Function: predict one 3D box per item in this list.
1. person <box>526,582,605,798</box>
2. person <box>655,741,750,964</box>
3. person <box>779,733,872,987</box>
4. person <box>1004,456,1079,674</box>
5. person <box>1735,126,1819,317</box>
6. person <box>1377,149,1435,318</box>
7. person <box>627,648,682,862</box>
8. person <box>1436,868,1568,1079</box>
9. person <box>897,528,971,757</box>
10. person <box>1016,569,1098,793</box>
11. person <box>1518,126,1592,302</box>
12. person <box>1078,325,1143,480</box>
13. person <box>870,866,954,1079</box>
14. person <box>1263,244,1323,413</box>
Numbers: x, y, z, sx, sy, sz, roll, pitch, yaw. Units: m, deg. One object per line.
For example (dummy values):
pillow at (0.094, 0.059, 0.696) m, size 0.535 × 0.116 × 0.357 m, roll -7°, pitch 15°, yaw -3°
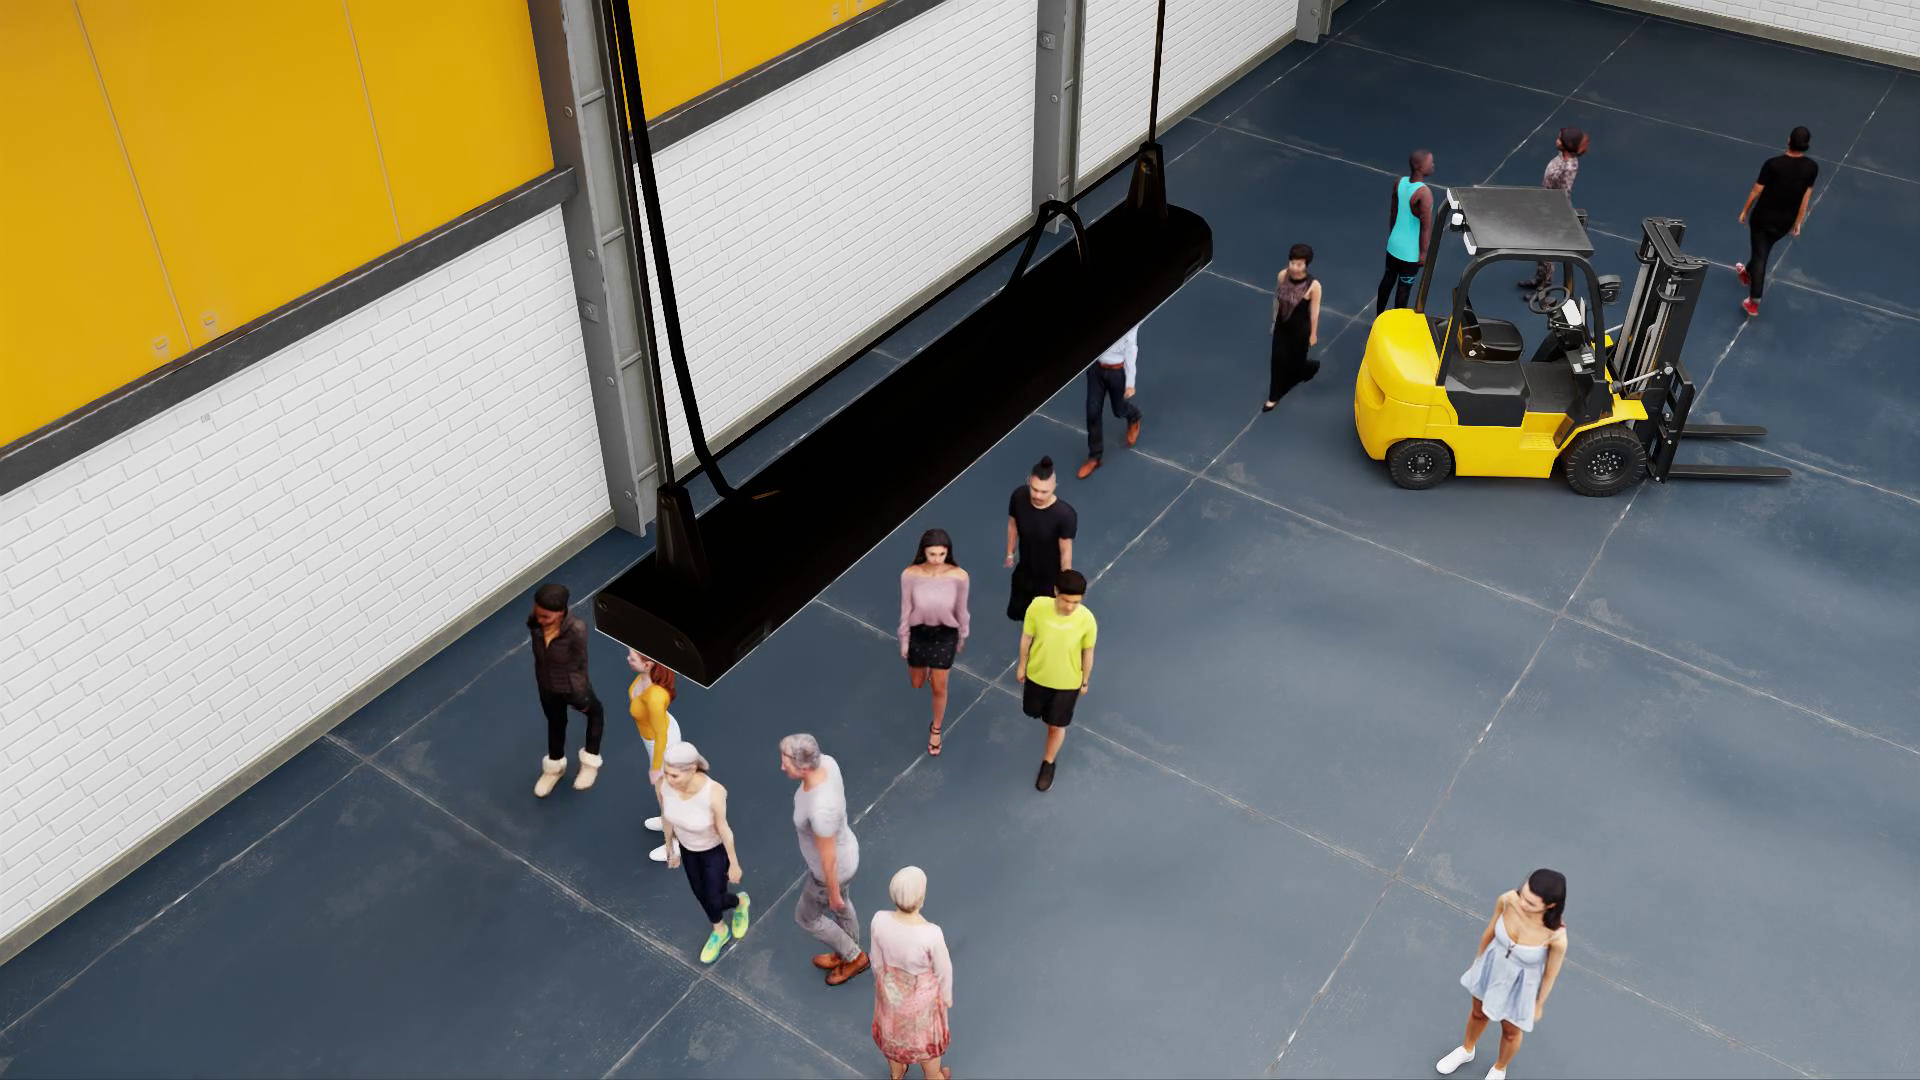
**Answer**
person at (-2.522, 0.987, 10.326) m, size 0.696 × 1.659 × 0.776 m, roll 16°, pitch 41°, yaw 19°
person at (-1.405, 1.694, 9.416) m, size 0.681 × 1.690 × 0.721 m, roll 15°, pitch 41°, yaw 18°
person at (-0.630, 1.777, 9.230) m, size 0.930 × 1.792 × 0.840 m, roll -3°, pitch 39°, yaw -4°
person at (0.591, 0.137, 11.235) m, size 0.717 × 1.853 × 0.685 m, roll 23°, pitch 44°, yaw 26°
person at (7.393, -2.864, 15.103) m, size 1.004 × 1.715 × 1.217 m, roll 4°, pitch 39°, yaw 5°
person at (3.920, -2.592, 14.686) m, size 0.671 × 1.811 × 0.684 m, roll -18°, pitch 42°, yaw -22°
person at (-1.785, 1.222, 9.959) m, size 0.747 × 1.750 × 0.690 m, roll -7°, pitch 39°, yaw -9°
person at (2.875, 2.279, 8.651) m, size 0.603 × 1.730 × 0.637 m, roll -29°, pitch 47°, yaw -31°
person at (-0.175, 0.588, 10.717) m, size 0.871 × 1.795 × 0.999 m, roll 2°, pitch 39°, yaw 3°
person at (0.611, 0.785, 10.560) m, size 0.816 × 1.684 × 1.030 m, roll 13°, pitch 40°, yaw 16°
person at (5.459, -2.998, 15.272) m, size 0.719 × 1.714 × 0.617 m, roll 4°, pitch 39°, yaw 5°
person at (1.226, -1.361, 13.181) m, size 0.668 × 1.765 × 1.034 m, roll 21°, pitch 43°, yaw 25°
person at (-0.251, 2.325, 8.620) m, size 0.656 × 1.698 × 0.655 m, roll 12°, pitch 40°, yaw 15°
person at (2.826, -1.789, 13.866) m, size 0.850 × 1.579 × 0.649 m, roll -32°, pitch 48°, yaw -34°
